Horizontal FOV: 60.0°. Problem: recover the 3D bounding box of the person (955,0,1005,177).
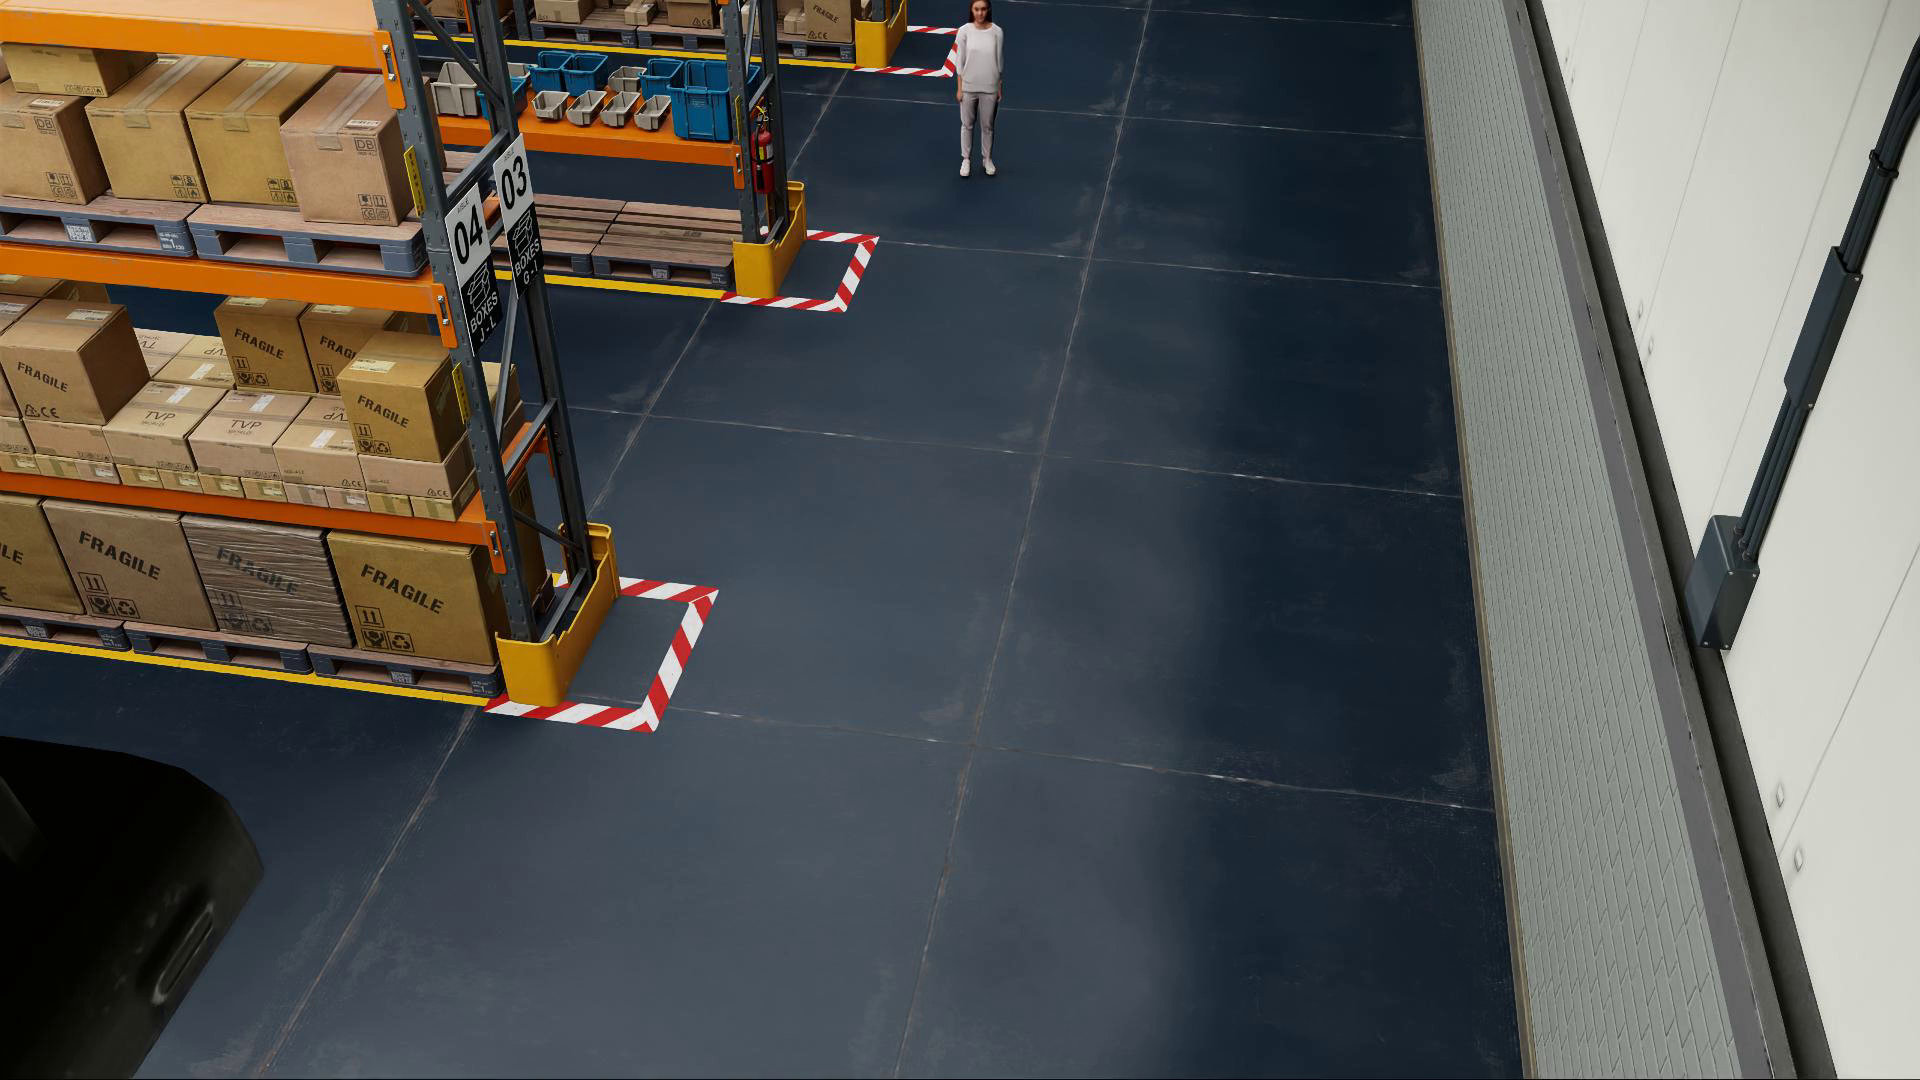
[{"bbox_3d":[0.174,-4.175,15.240,0.574,1.688,0.718,-4,38,-5],"label":"person"}]
